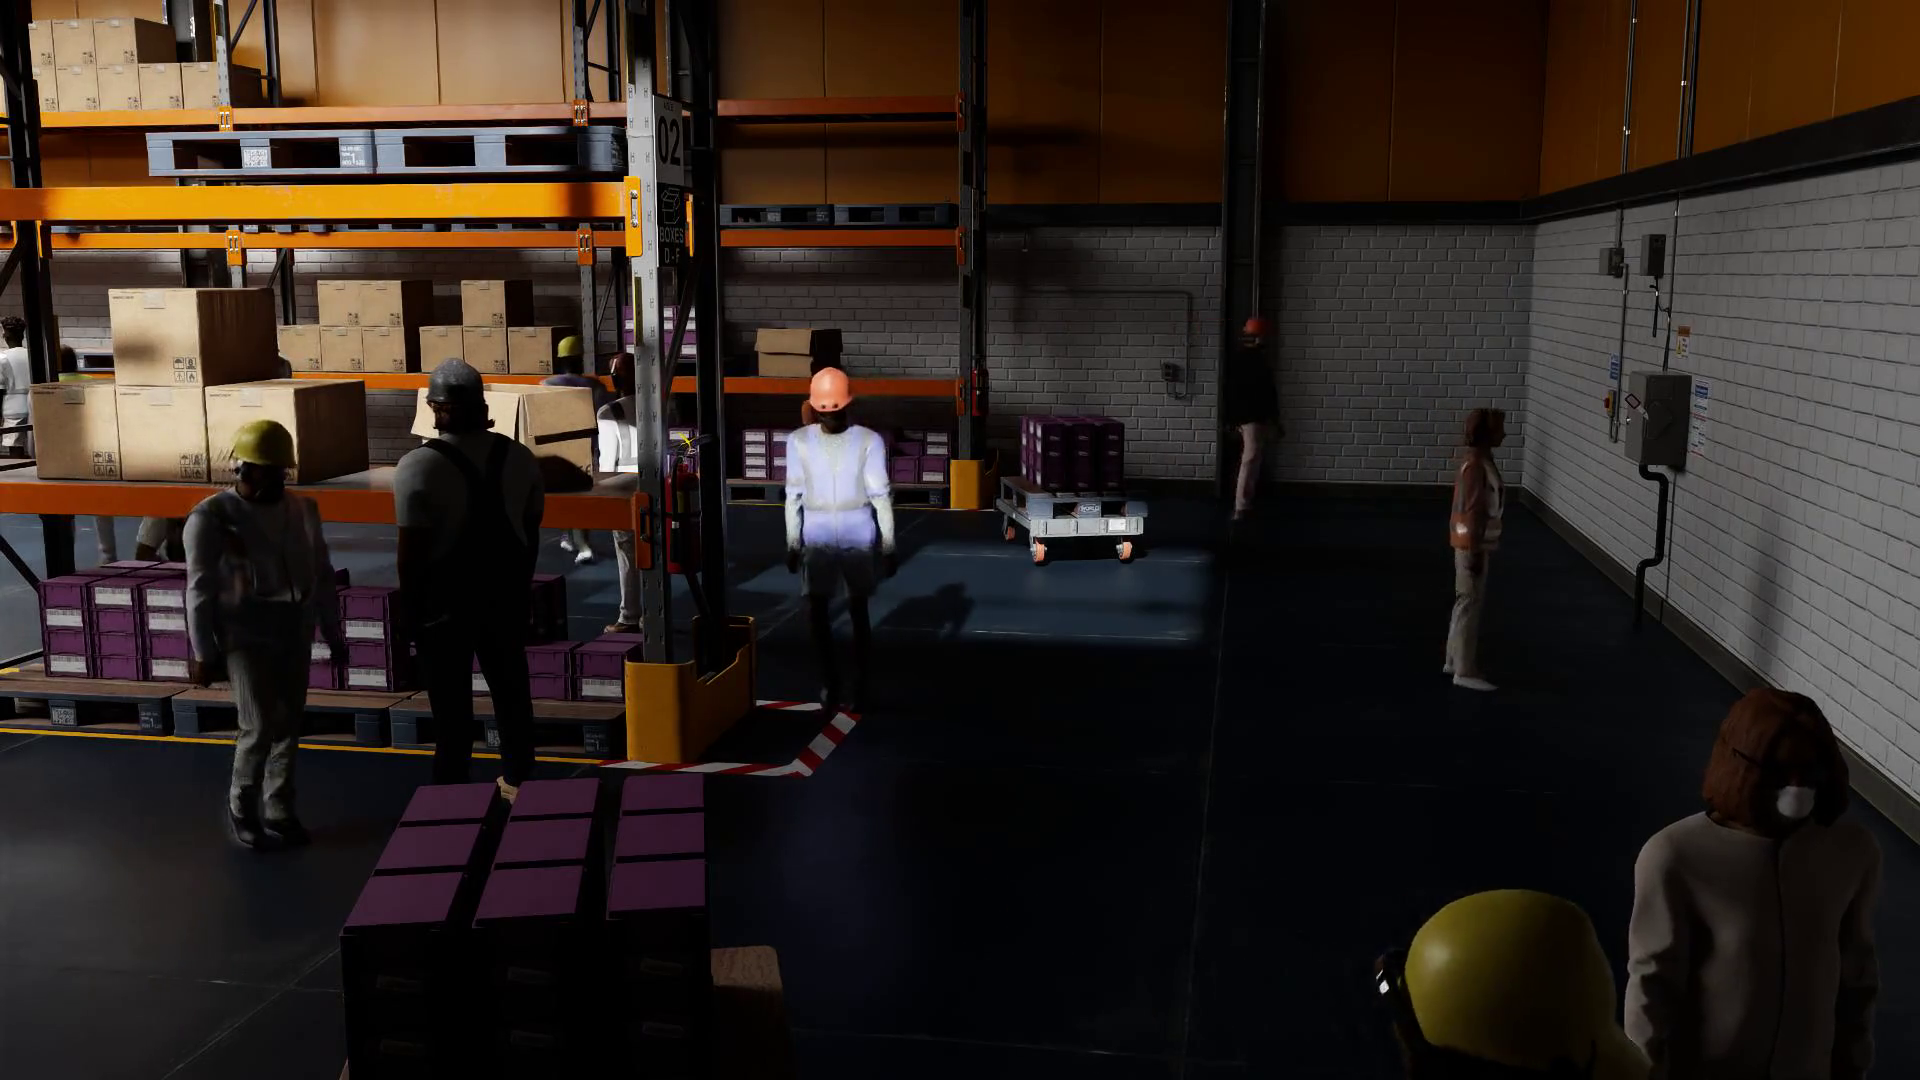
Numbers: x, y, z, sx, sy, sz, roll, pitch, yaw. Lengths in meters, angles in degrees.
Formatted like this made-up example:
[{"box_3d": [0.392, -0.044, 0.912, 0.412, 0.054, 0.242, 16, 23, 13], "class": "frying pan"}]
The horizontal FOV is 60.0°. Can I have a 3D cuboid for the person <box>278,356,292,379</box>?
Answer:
[{"box_3d": [-6.133, -0.947, 14.548, 0.606, 2.045, 0.389, -5, 11, -30], "class": "person"}]

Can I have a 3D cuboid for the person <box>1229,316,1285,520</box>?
[{"box_3d": [2.923, -1.176, 16.160, 0.589, 1.975, 0.624, -2, 9, -14], "class": "person"}]

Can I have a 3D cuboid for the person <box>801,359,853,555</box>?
[{"box_3d": [-1.070, -0.674, 13.952, 0.535, 1.680, 0.641, -8, 12, -40], "class": "person"}]

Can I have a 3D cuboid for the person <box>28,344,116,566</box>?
[{"box_3d": [-7.142, -0.654, 13.401, 0.632, 1.836, 0.430, -9, 13, -43], "class": "person"}]

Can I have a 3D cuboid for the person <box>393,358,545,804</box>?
[{"box_3d": [-2.203, 0.215, 7.350, 0.676, 2.000, 0.536, -9, 13, -44], "class": "person"}]

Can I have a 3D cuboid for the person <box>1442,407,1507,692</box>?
[{"box_3d": [2.998, 0.044, 9.662, 0.313, 1.640, 0.519, 4, 10, 21], "class": "person"}]

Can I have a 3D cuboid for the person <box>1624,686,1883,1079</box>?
[{"box_3d": [1.548, 1.079, 3.280, 0.508, 1.626, 0.285, -1, 9, -5], "class": "person"}]

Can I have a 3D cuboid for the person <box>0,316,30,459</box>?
[{"box_3d": [-9.577, -1.300, 16.978, 0.367, 1.966, 0.606, 6, 11, 32], "class": "person"}]

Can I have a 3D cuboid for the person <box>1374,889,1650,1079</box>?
[{"box_3d": [0.556, 1.236, 1.921, 0.384, 1.750, 0.537, 2, 9, 9], "class": "person"}]

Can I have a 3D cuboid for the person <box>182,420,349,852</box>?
[{"box_3d": [-2.868, 0.403, 6.910, 0.426, 1.804, 0.596, 6, 11, 33], "class": "person"}]

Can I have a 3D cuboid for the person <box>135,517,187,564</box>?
[{"box_3d": [-5.176, -0.290, 10.845, 0.391, 1.922, 0.560, -2, 9, -11], "class": "person"}]

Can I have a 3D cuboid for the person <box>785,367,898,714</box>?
[{"box_3d": [-0.641, 0.015, 9.001, 0.614, 1.904, 0.494, 0, 9, 0], "class": "person"}]

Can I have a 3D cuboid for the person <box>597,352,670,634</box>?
[{"box_3d": [-2.156, -0.291, 10.969, 0.355, 1.886, 0.573, 7, 12, 39], "class": "person"}]

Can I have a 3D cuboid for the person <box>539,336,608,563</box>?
[{"box_3d": [-3.232, -0.759, 13.927, 0.584, 1.882, 1.010, -6, 11, -31], "class": "person"}]
